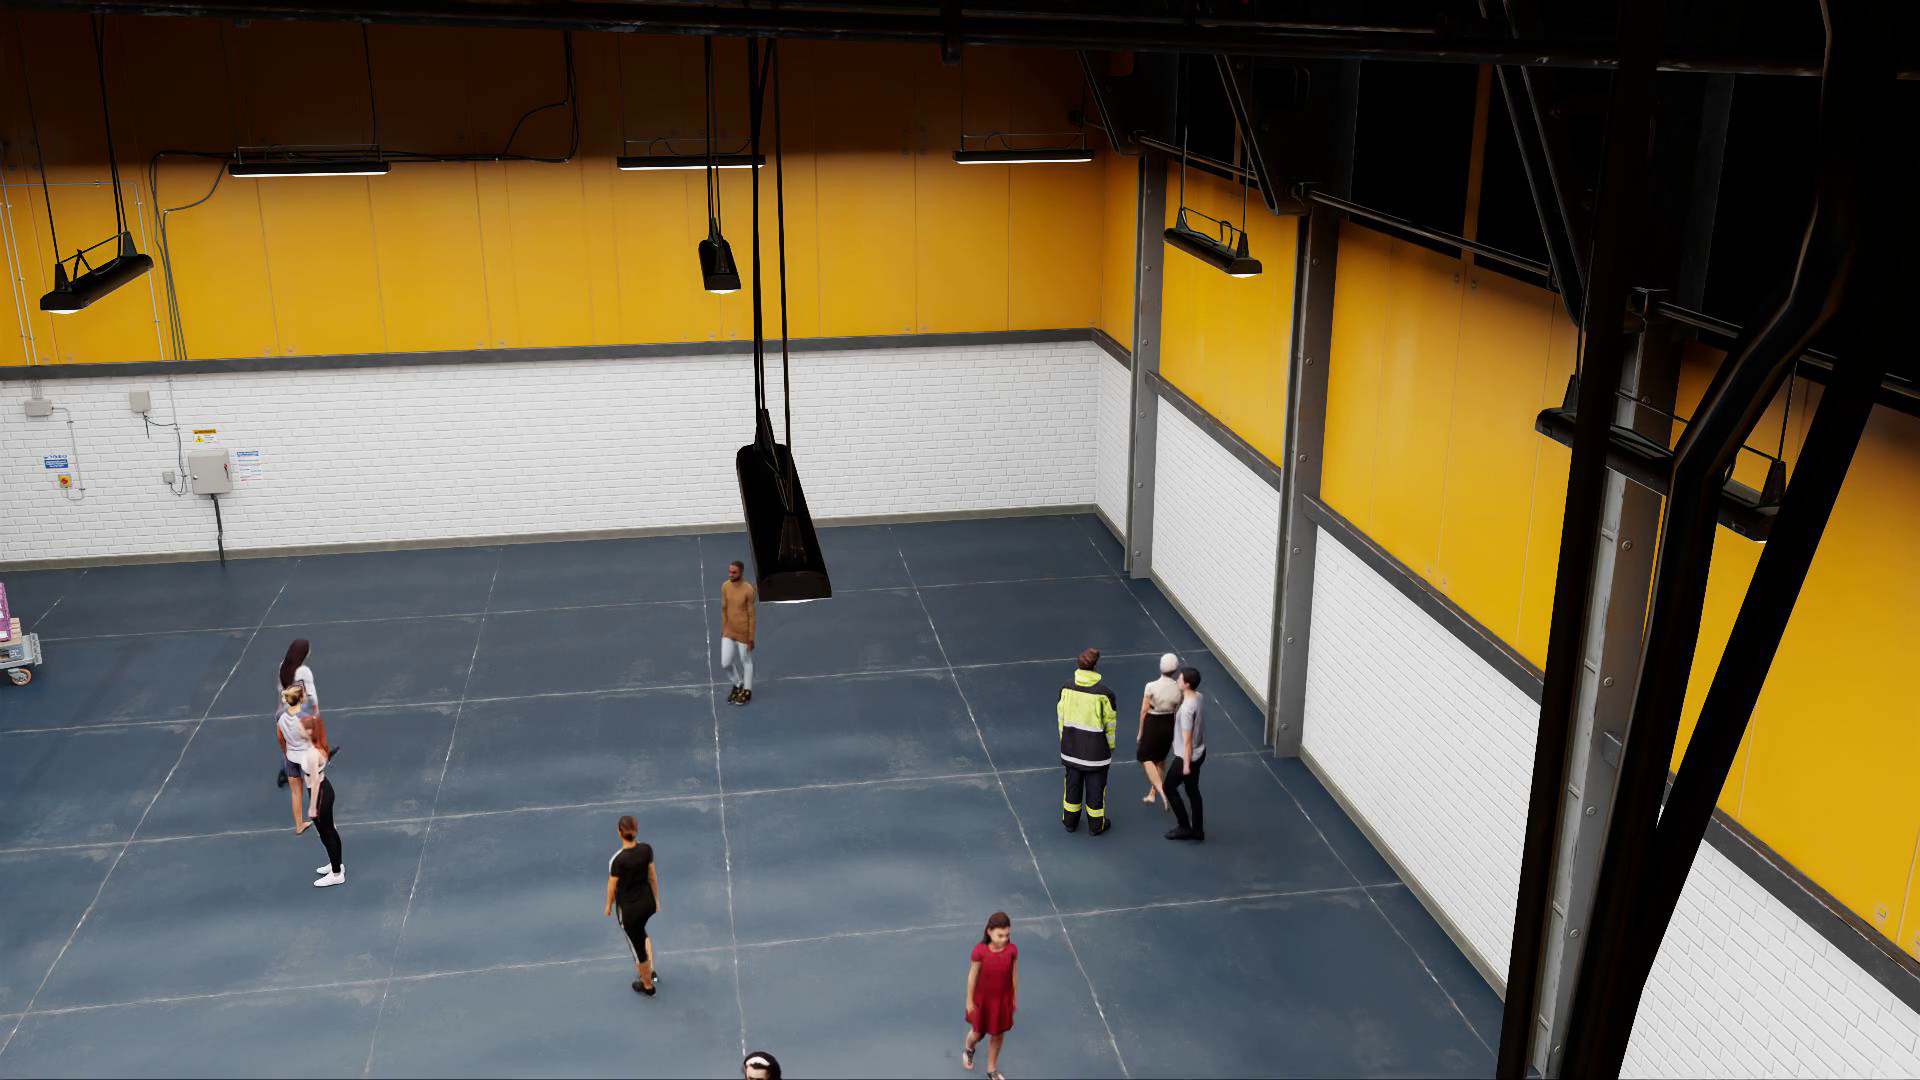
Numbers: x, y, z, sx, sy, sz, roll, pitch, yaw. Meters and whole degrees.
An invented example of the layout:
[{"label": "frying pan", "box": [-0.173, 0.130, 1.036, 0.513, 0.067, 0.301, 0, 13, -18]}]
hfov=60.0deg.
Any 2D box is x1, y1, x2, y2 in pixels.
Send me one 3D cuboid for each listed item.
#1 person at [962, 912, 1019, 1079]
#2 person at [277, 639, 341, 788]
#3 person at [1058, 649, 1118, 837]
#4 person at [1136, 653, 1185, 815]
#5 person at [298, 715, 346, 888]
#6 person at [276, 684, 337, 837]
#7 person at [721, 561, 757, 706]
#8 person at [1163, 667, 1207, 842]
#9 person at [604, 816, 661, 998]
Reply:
[{"label": "person", "box": [0.237, 3.538, 13.014, 0.584, 1.531, 0.768, -3, 19, -9]}, {"label": "person", "box": [-7.172, 1.897, 17.834, 1.078, 1.565, 1.143, 11, 21, 29]}, {"label": "person", "box": [1.276, 2.025, 16.799, 0.869, 1.983, 0.872, 8, 20, 22]}, {"label": "person", "box": [2.088, 2.044, 17.143, 0.722, 1.727, 0.897, -6, 20, -18]}, {"label": "person", "box": [-6.088, 2.467, 15.868, 0.640, 1.740, 0.448, -3, 19, -10]}, {"label": "person", "box": [-6.638, 2.217, 16.792, 0.649, 1.624, 0.640, 5, 19, 14]}, {"label": "person", "box": [-2.590, 1.078, 19.889, 0.777, 1.806, 0.804, 9, 20, 24]}, {"label": "person", "box": [2.372, 2.173, 16.570, 0.857, 1.850, 0.777, 9, 21, 25]}, {"label": "person", "box": [-2.687, 3.127, 14.047, 0.774, 1.651, 0.716, 14, 23, 35]}]
